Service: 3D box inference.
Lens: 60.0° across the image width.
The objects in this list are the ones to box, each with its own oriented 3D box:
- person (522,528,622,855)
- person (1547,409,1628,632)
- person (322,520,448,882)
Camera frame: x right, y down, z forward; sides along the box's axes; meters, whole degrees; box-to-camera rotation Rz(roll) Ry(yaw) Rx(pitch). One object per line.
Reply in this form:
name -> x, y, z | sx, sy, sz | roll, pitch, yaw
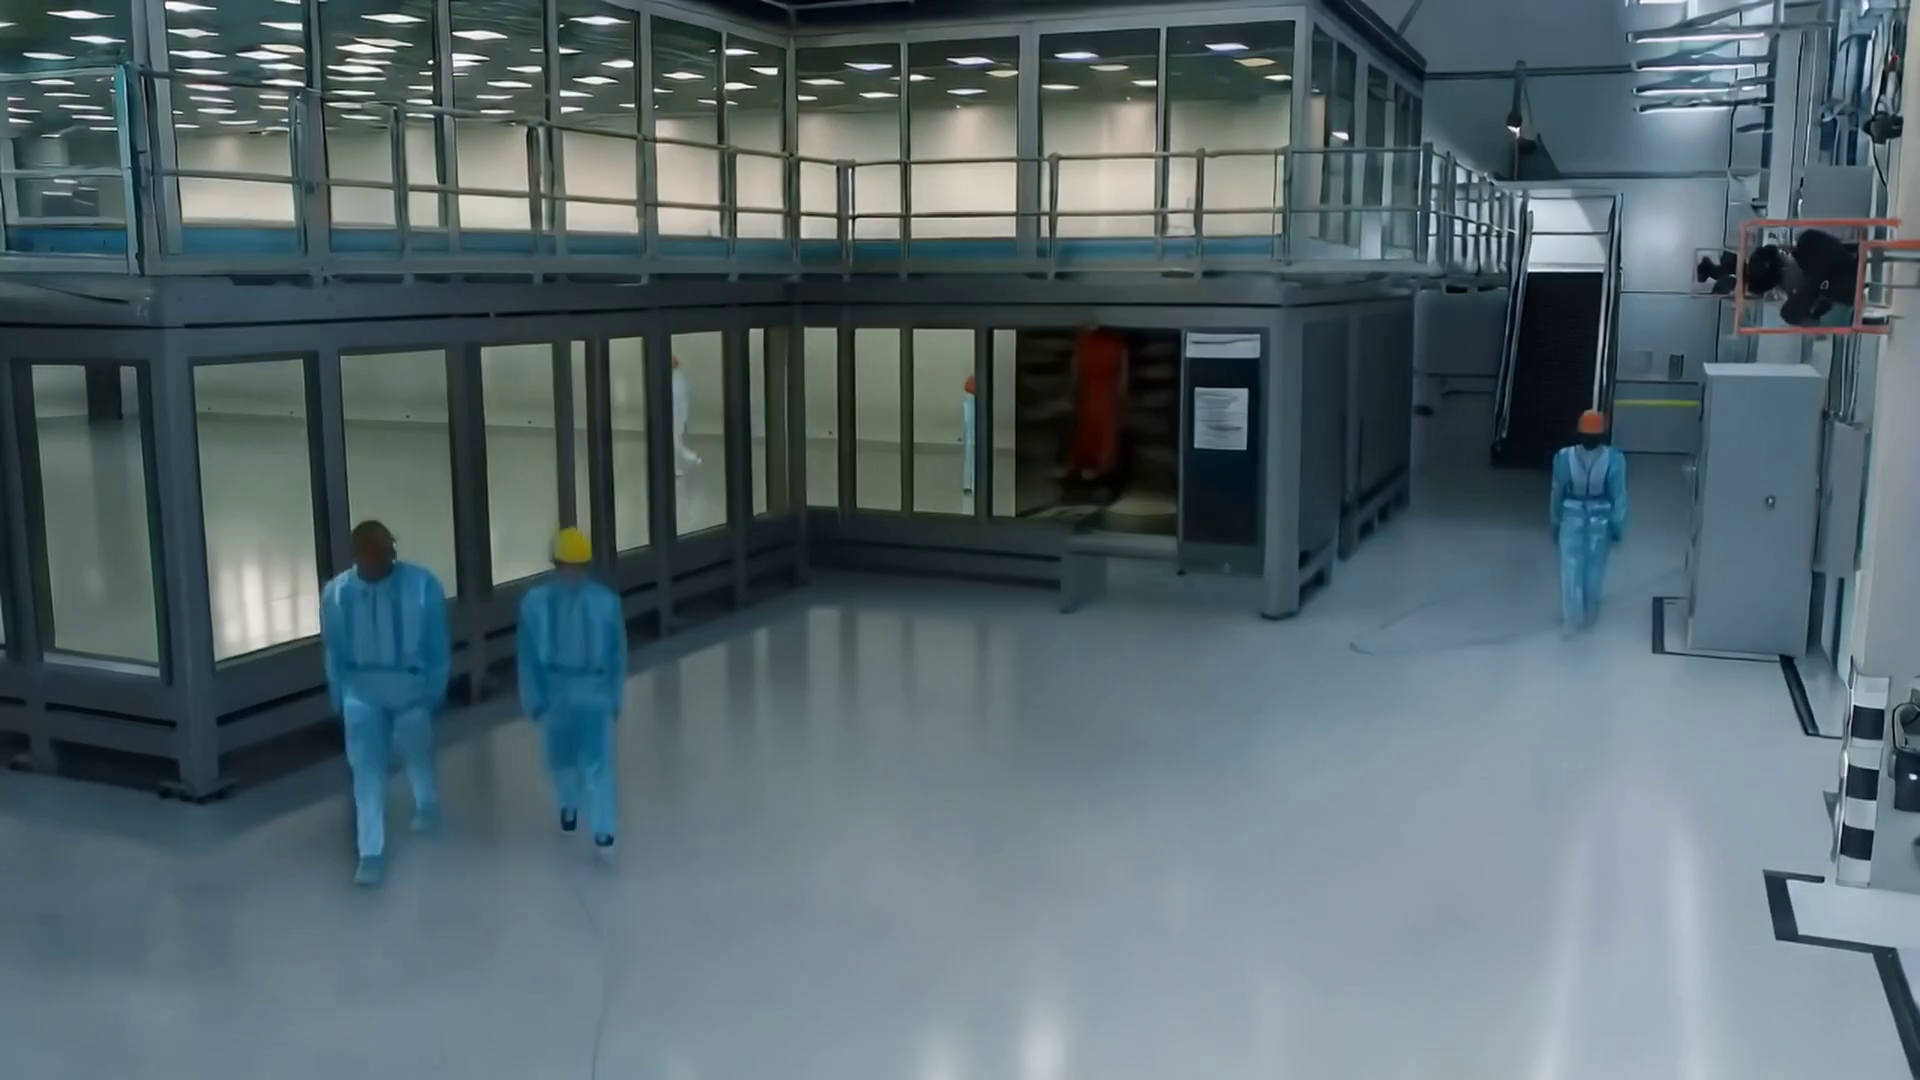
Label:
person -> -2.034, 0.786, 8.785 | 0.525, 1.717, 0.920 | -3, 10, -18
person -> 5.283, -0.157, 14.025 | 0.632, 1.918, 0.550 | 3, 10, 18
person -> -2.970, 0.771, 8.667 | 0.637, 1.805, 0.959 | -1, 9, -8
